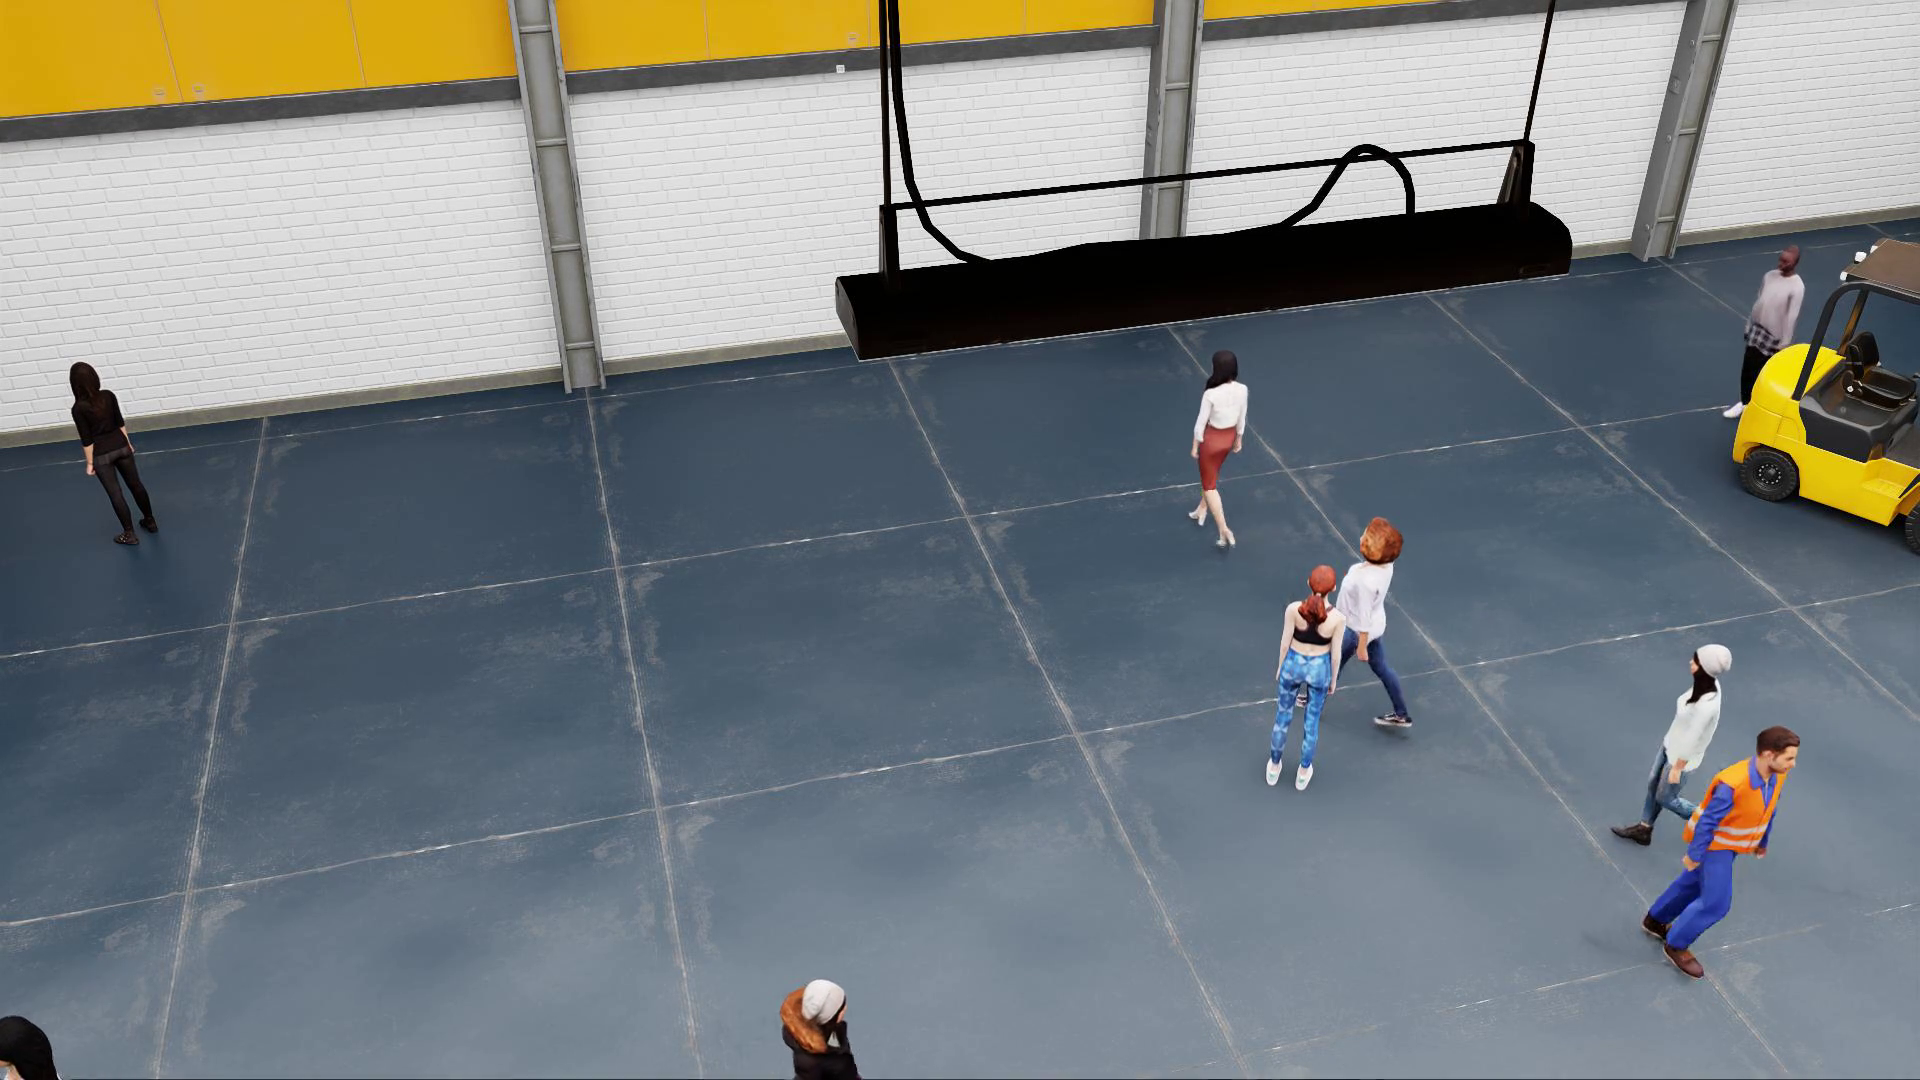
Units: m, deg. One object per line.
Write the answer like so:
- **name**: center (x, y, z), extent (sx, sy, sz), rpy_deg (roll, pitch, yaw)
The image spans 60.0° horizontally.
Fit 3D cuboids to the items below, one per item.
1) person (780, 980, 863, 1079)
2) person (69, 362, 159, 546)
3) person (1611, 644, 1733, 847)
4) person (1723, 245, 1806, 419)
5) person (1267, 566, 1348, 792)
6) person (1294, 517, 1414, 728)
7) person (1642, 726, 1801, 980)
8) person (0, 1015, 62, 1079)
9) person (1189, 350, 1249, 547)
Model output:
- **person**: center (-0.770, 2.808, 8.410), extent (1.095, 1.604, 0.802), rpy_deg (1, 34, 2)
- **person**: center (-6.986, -0.718, 13.680), extent (0.709, 1.642, 0.644), rpy_deg (19, 38, 26)
- **person**: center (4.660, 1.370, 10.550), extent (1.004, 1.629, 0.878), rpy_deg (11, 35, 17)
- **person**: center (7.547, -1.910, 15.364), extent (0.817, 1.761, 0.686), rpy_deg (-11, 35, -16)
- **person**: center (2.303, 0.918, 11.086), extent (0.650, 1.788, 0.726), rpy_deg (9, 35, 14)
- **person**: center (2.921, 0.635, 11.618), extent (1.183, 1.671, 1.151), rpy_deg (19, 38, 26)
- **person**: center (4.402, 1.766, 9.780), extent (0.799, 1.821, 0.878), rpy_deg (-16, 37, -22)
- **person**: center (-4.354, 2.908, 8.198), extent (1.188, 1.670, 0.913), rpy_deg (-23, 40, -30)
- **person**: center (2.126, -0.719, 13.599), extent (0.908, 1.732, 0.789), rpy_deg (-16, 37, -23)
